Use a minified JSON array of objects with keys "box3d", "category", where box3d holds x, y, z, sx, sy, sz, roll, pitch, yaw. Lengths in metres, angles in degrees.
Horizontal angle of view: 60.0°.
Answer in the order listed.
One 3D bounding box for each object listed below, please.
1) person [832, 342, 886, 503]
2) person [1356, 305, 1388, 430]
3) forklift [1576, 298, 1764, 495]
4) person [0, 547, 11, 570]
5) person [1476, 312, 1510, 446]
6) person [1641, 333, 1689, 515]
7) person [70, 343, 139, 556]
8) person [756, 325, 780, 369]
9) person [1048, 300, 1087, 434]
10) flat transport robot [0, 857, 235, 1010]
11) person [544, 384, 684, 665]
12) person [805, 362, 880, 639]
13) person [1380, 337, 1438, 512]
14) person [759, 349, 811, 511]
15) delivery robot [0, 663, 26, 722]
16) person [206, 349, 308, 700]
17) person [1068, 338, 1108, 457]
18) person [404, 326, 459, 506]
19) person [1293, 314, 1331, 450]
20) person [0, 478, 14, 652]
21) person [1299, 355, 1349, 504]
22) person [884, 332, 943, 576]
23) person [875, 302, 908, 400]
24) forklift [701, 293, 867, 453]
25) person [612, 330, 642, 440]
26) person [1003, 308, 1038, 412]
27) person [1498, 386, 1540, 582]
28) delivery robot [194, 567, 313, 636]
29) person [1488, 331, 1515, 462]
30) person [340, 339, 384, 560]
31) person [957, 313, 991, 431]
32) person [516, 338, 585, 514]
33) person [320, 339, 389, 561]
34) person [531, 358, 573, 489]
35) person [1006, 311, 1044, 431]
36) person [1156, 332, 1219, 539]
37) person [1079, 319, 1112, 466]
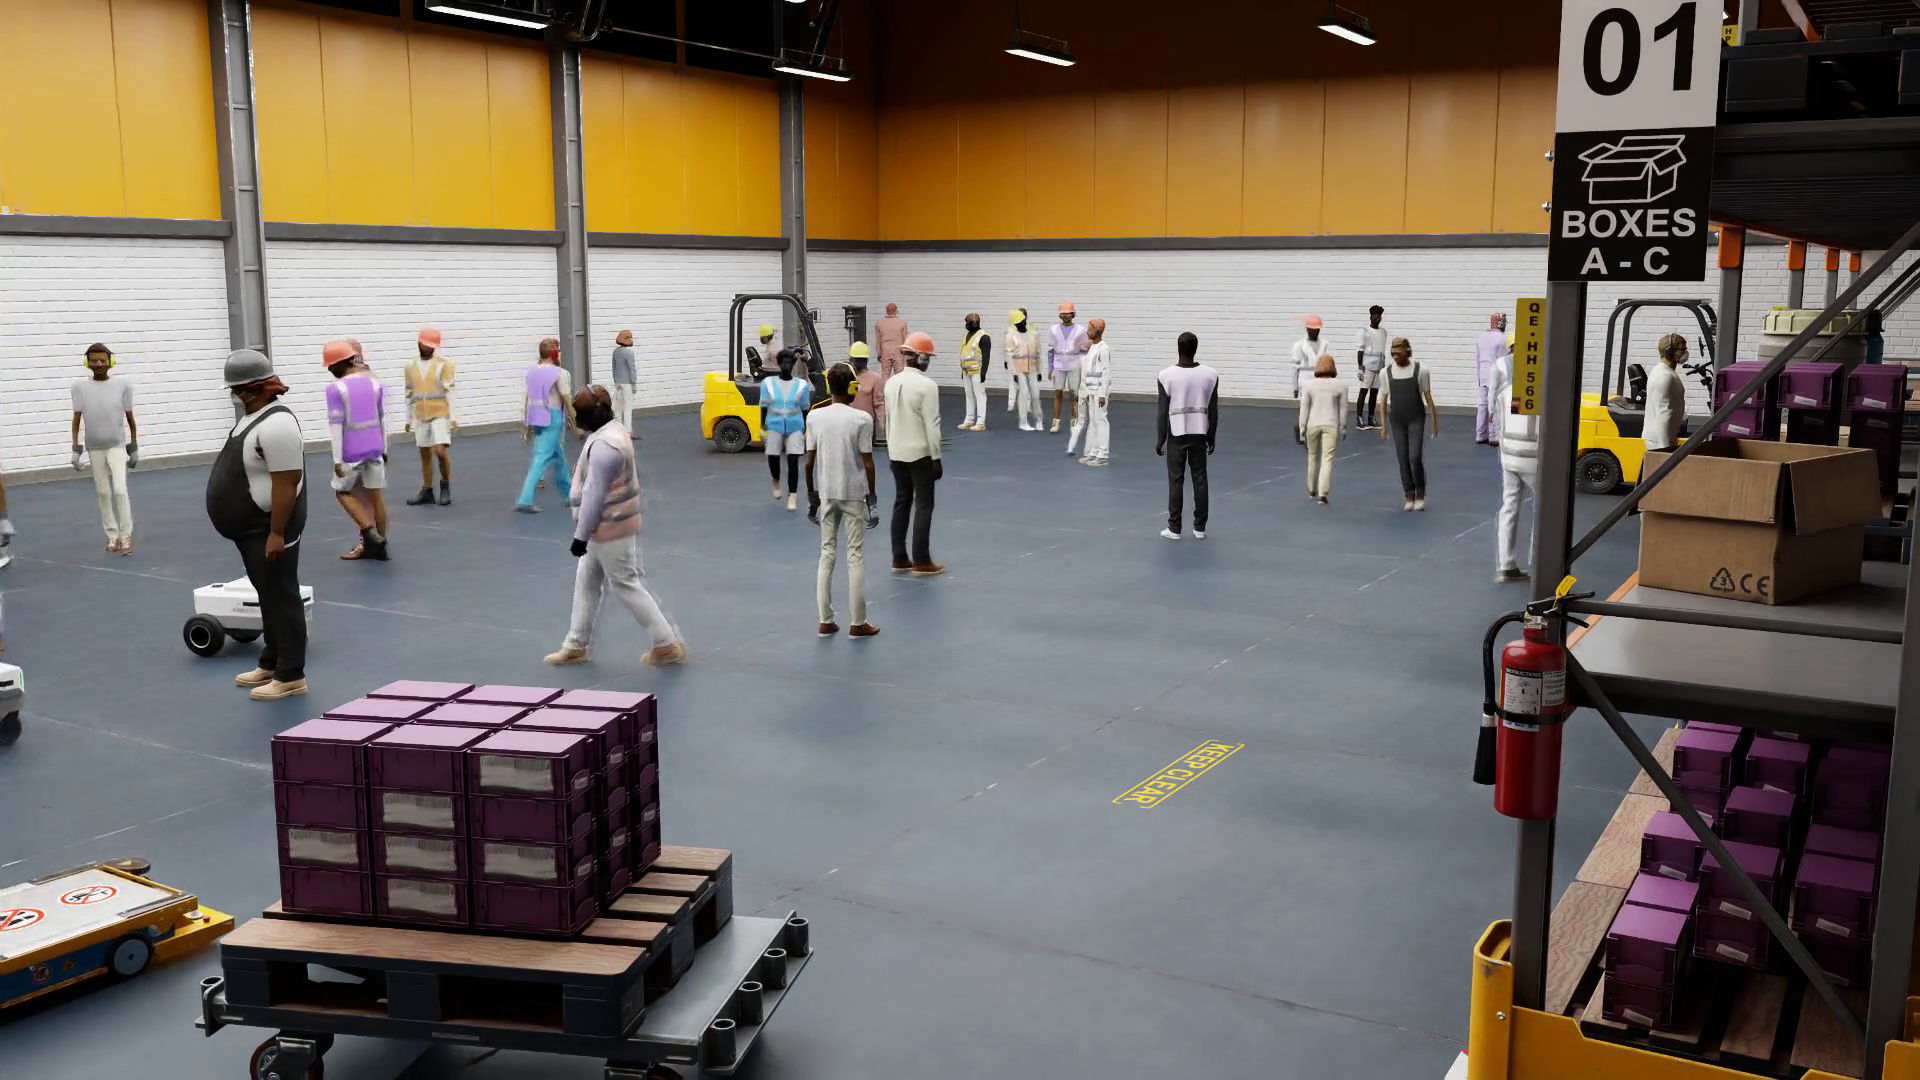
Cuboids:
[{"box3d":[-1.063,-1.218,17.553,0.551,1.730,0.814,-2,9,-10],"category":"person"},{"box3d":[6.507,-2.723,26.252,0.609,1.963,0.368,-6,11,-31],"category":"person"},{"box3d":[7.954,-1.589,18.462,2.313,2.155,1.214,5,11,30],"category":"forklift"},{"box3d":[-8.138,-0.589,13.267,0.593,1.877,1.009,4,10,22],"category":"person"},{"box3d":[7.663,-2.303,23.813,0.401,1.907,0.648,-3,10,-18],"category":"person"},{"box3d":[6.212,-0.855,14.677,0.373,1.940,0.628,3,10,21],"category":"person"},{"box3d":[-7.457,-0.782,14.480,0.502,1.847,0.776,-3,10,-17],"category":"person"},{"box3d":[-2.831,-2.308,24.469,0.928,1.700,0.540,-1,9,-6],"category":"person"},{"box3d":[1.639,-2.642,25.501,0.609,2.044,0.395,2,9,13],"category":"person"},{"box3d":[-3.321,1.417,5.679,0.652,0.197,1.431,6,11,32],"category":"flat transport robot"},{"box3d":[-2.139,-0.076,10.318,0.869,1.791,0.645,-2,9,-12],"category":"person"},{"box3d":[-0.795,-0.264,11.220,0.535,1.864,0.309,3,10,20],"category":"person"},{"box3d":[4.612,-1.190,17.168,0.592,1.806,0.532,5,10,27],"category":"person"},{"box3d":[-1.824,-1.158,17.323,0.551,1.683,0.492,-1,9,-6],"category":"person"},{"box3d":[-5.229,0.747,8.690,0.707,0.478,0.477,6,11,31],"category":"delivery robot"},{"box3d":[-4.074,-0.101,9.655,0.535,2.000,0.674,-6,11,-32],"category":"person"},{"box3d":[1.742,-1.897,22.205,0.405,1.615,0.549,-8,12,-40],"category":"person"},{"box3d":[-5.552,-1.288,17.473,0.663,1.906,0.418,2,9,12],"category":"person"},{"box3d":[4.871,-2.205,23.208,0.547,1.909,0.823,-3,9,-16],"category":"person"},{"box3d":[-6.281,-0.119,10.423,0.611,1.818,0.929,-2,9,-11],"category":"person"},{"box3d":[3.911,-1.195,17.909,0.508,1.577,0.843,3,10,17],"category":"person"},{"box3d":[-0.361,-0.697,13.579,0.444,1.976,0.628,-9,13,-43],"category":"person"},{"box3d":[-1.271,-3.527,31.447,0.641,1.912,0.408,2,9,10],"category":"person"},{"box3d":[-2.458,-2.344,23.176,2.313,2.155,1.214,0,9,-2],"category":"forklift"},{"box3d":[-4.937,-2.282,24.532,0.503,1.632,0.274,9,13,44],"category":"person"},{"box3d":[1.077,-3.198,29.595,0.625,1.847,0.429,1,9,3],"category":"person"},{"box3d":[4.587,-0.593,13.257,0.676,1.862,0.616,-5,10,-28],"category":"person"},{"box3d":[-4.575,0.411,10.786,0.707,0.478,0.477,2,9,12],"category":"delivery robot"},{"box3d":[6.513,-1.548,19.469,0.623,1.794,0.749,2,9,11],"category":"person"},{"box3d":[-5.200,-0.782,14.346,0.403,1.901,0.637,0,9,-3],"category":"person"},{"box3d":[0.210,-2.636,26.112,0.430,1.839,0.619,-6,11,-34],"category":"person"},{"box3d":[-4.246,-1.181,17.191,0.580,1.792,1.009,8,12,41],"category":"person"},{"box3d":[-5.076,-0.751,14.117,0.433,1.906,0.644,7,11,37],"category":"person"},{"box3d":[-4.691,-1.404,19.053,0.507,1.631,0.270,-4,10,-24],"category":"person"},{"box3d":[1.033,-2.638,26.047,0.650,1.881,0.416,-4,10,-26],"category":"person"},{"box3d":[2.099,-0.962,15.403,0.593,1.920,0.391,-2,9,-11],"category":"person"},{"box3d":[1.752,-1.884,21.275,0.360,1.883,0.574,-2,9,-11],"category":"person"}]
